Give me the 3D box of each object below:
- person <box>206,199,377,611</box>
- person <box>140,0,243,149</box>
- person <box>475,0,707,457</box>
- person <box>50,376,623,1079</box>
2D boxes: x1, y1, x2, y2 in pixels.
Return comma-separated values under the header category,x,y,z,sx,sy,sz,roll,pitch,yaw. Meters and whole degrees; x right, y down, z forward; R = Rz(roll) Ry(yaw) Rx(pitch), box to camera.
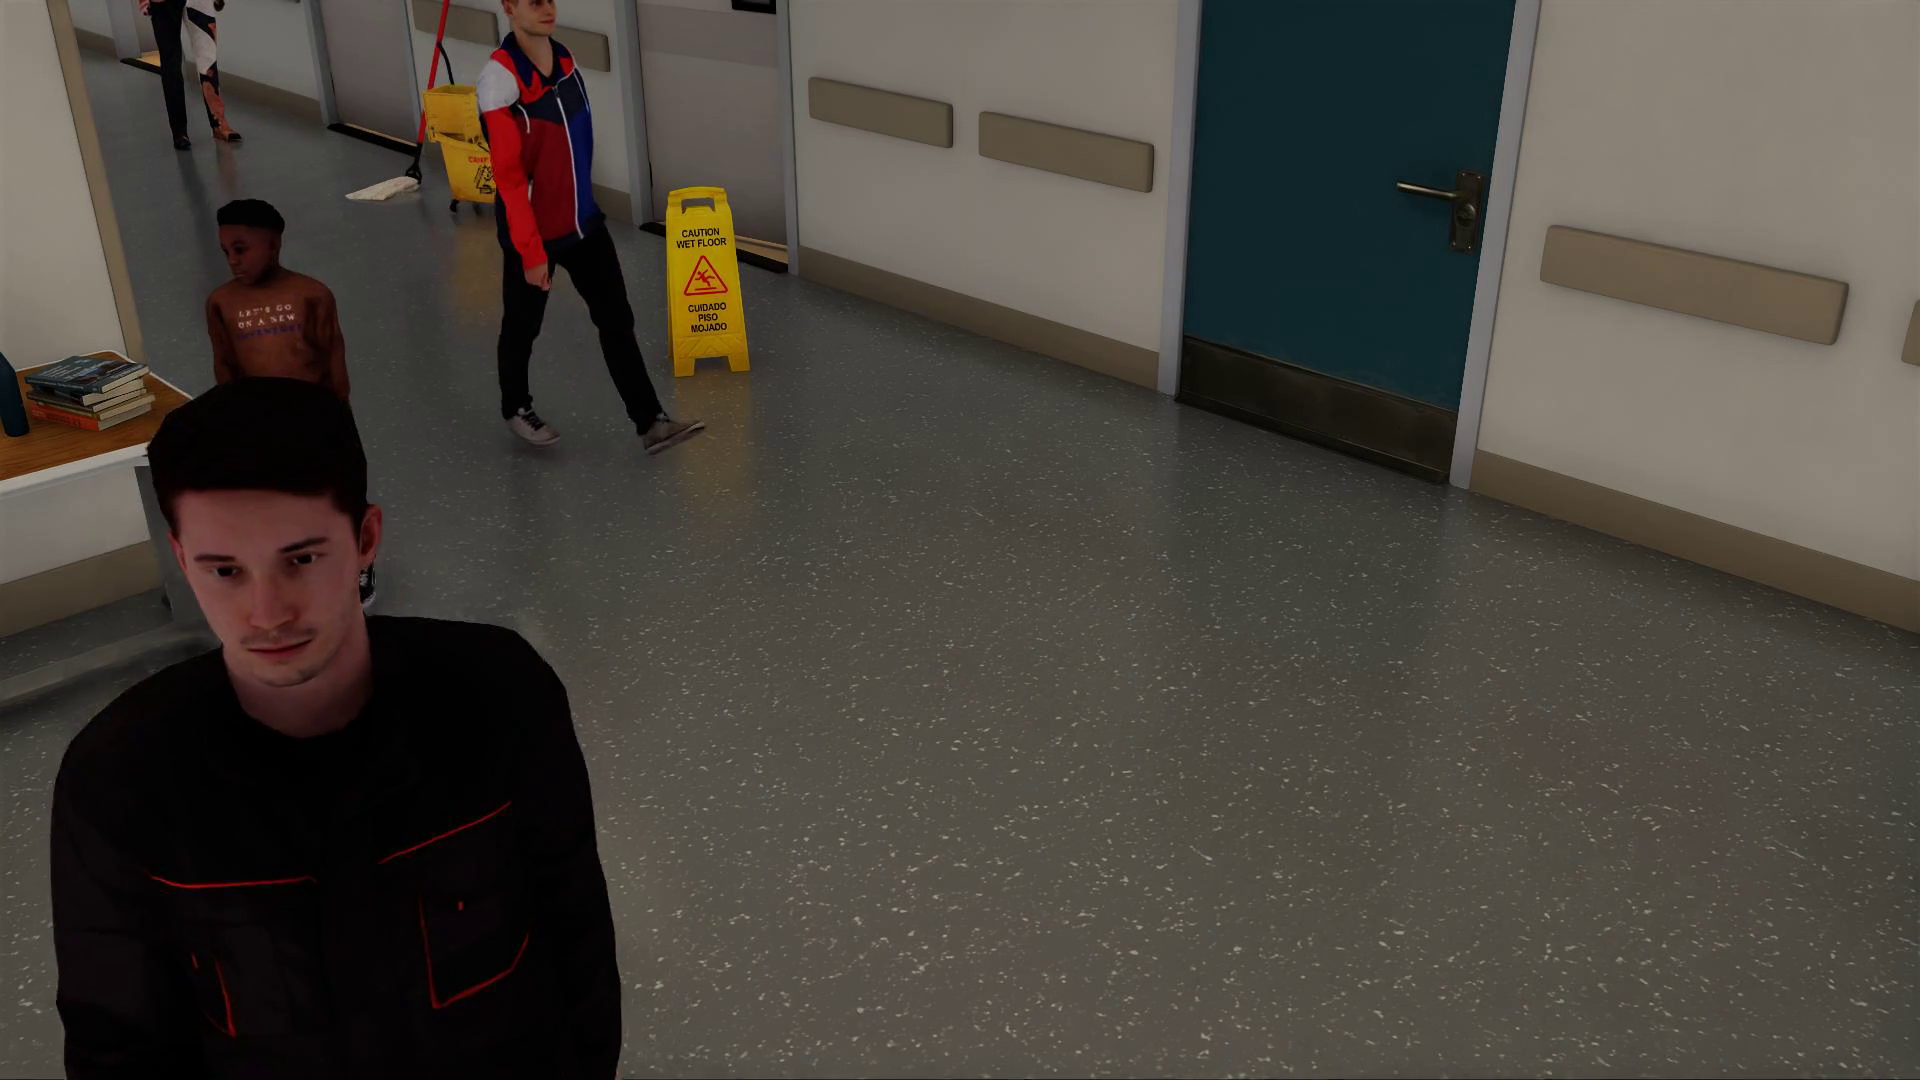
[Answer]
category,x,y,z,sx,sy,sz,roll,pitch,yaw
person,-1.995,-0.422,5.007,0.663,1.237,0.723,-4,26,-8
person,-4.997,-3.500,10.636,0.693,1.892,0.609,-20,32,-35
person,-1.519,-1.110,5.881,1.165,1.718,0.810,16,30,29
person,-0.658,0.693,1.964,1.074,1.873,1.343,-8,27,-16
